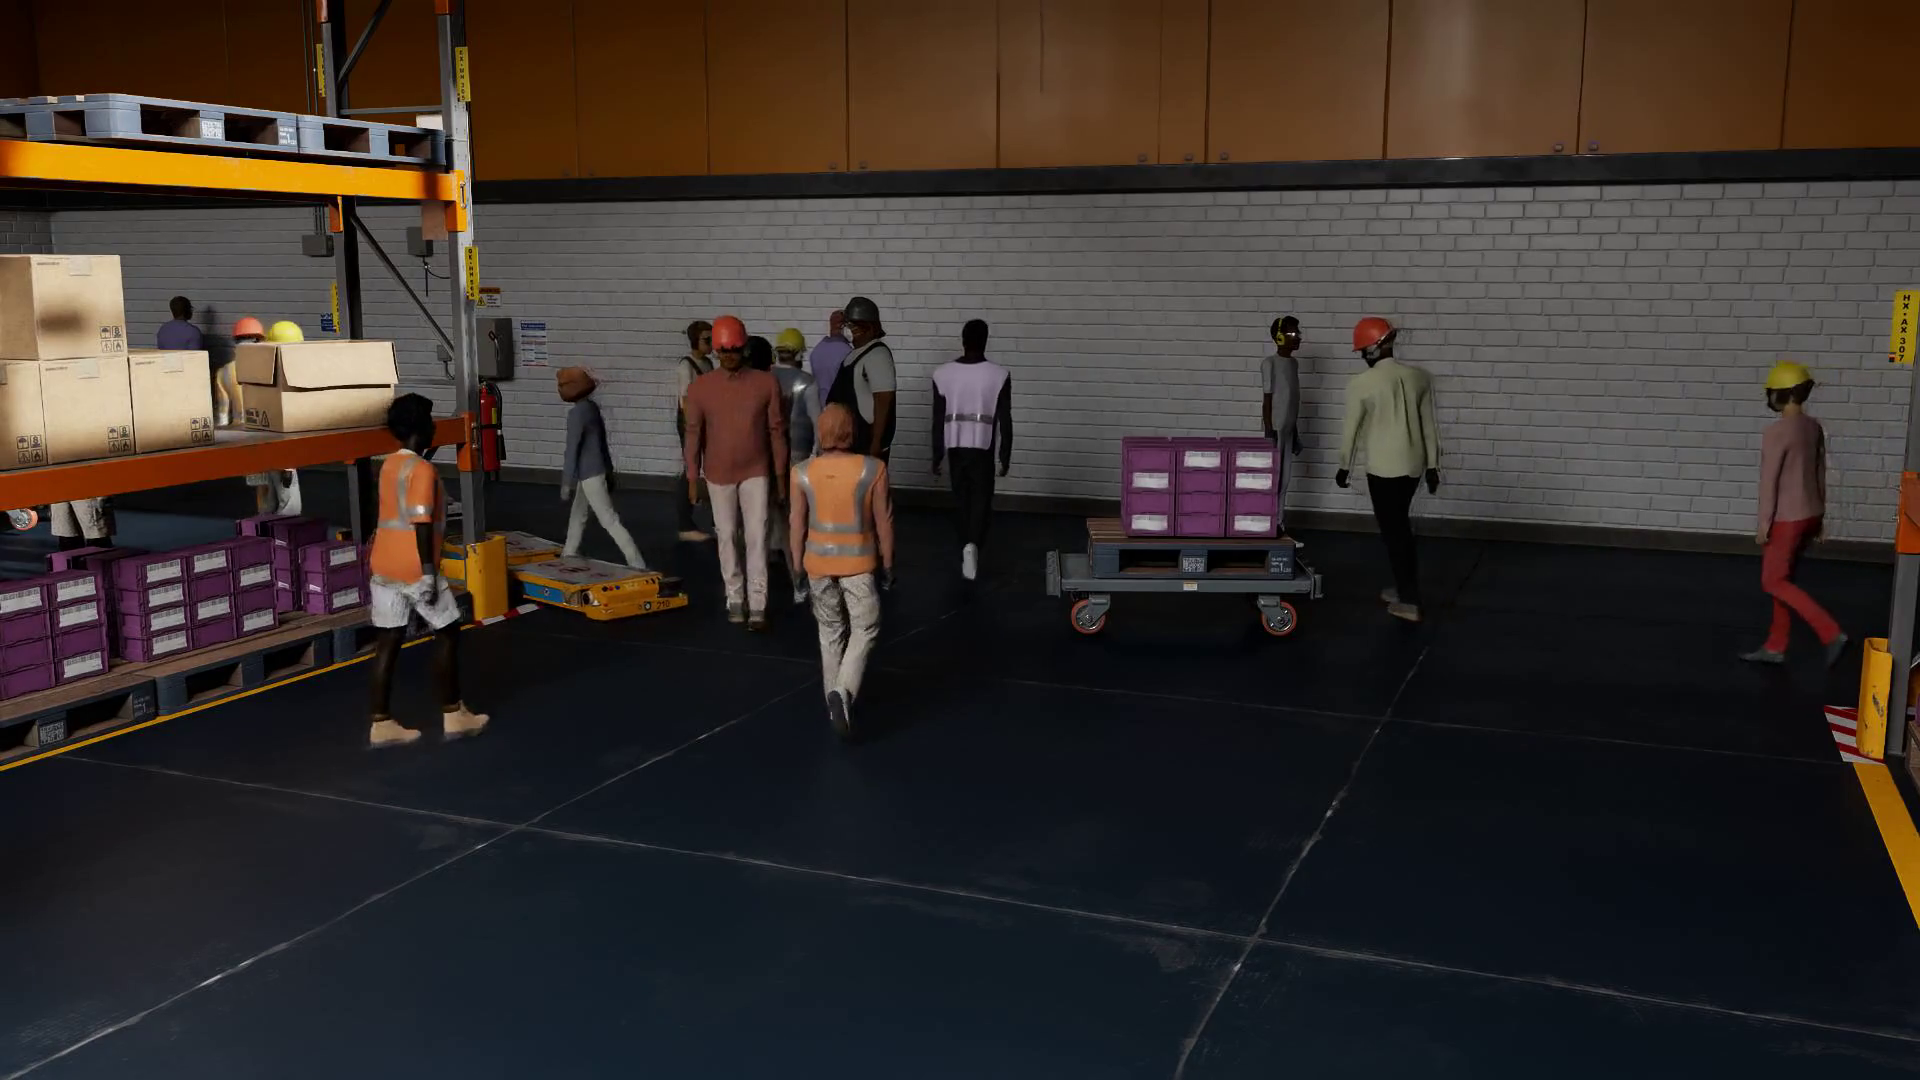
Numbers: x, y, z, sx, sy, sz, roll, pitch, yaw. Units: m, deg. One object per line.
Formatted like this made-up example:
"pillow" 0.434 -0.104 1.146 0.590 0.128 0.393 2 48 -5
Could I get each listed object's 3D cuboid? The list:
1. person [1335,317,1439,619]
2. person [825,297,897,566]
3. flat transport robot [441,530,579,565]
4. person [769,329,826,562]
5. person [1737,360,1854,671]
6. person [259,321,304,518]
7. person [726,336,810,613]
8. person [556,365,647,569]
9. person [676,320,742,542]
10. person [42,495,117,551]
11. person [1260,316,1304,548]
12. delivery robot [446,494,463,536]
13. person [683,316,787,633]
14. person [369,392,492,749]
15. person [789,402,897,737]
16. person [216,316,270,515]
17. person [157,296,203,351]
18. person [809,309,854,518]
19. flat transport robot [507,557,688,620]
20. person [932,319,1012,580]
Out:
"person" 2.758 -0.469 10.811 0.652 1.932 0.732 -4 10 -23
"person" -0.756 -0.812 12.560 0.537 2.000 0.674 -3 10 -18
"flat transport robot" -3.399 0.112 12.312 0.652 0.197 1.431 -7 12 -37
"person" -1.305 -0.751 12.967 0.599 1.782 0.897 6 11 30
"person" 4.685 -0.117 9.213 0.540 1.746 0.629 -7 12 -37
"person" -4.914 -0.614 11.848 0.593 1.886 0.648 -4 10 -25
"person" -1.307 -0.433 10.965 0.501 1.821 0.796 2 10 12
"person" -2.589 -0.429 11.636 0.878 1.579 0.556 0 9 2
"person" -2.034 -0.872 13.589 0.709 1.819 0.533 3 10 20
"person" -5.290 -0.346 9.963 0.609 1.965 0.369 4 10 25
"person" 2.573 -0.841 13.256 0.325 1.872 0.524 7 12 36
"delivery robot" -4.139 -0.204 13.085 0.477 0.478 0.707 -8 12 -40
"person" -1.390 -0.391 10.281 0.641 1.948 0.973 -1 9 -4
"person" -2.577 0.137 7.922 0.549 1.662 0.657 9 13 44
"person" -0.583 0.143 8.039 0.521 1.617 0.646 2 10 12
"person" -5.294 -0.729 12.517 0.581 1.895 0.826 0 9 -3
"person" -8.574 -1.730 18.432 0.630 1.940 0.372 4 10 24
"person" -1.053 -1.057 14.522 0.410 1.894 0.660 -7 12 -38
"flat transport robot" -2.528 0.302 11.159 1.431 0.197 0.652 9 13 42
"person" 0.080 -0.665 12.163 0.591 1.889 0.866 2 9 9
